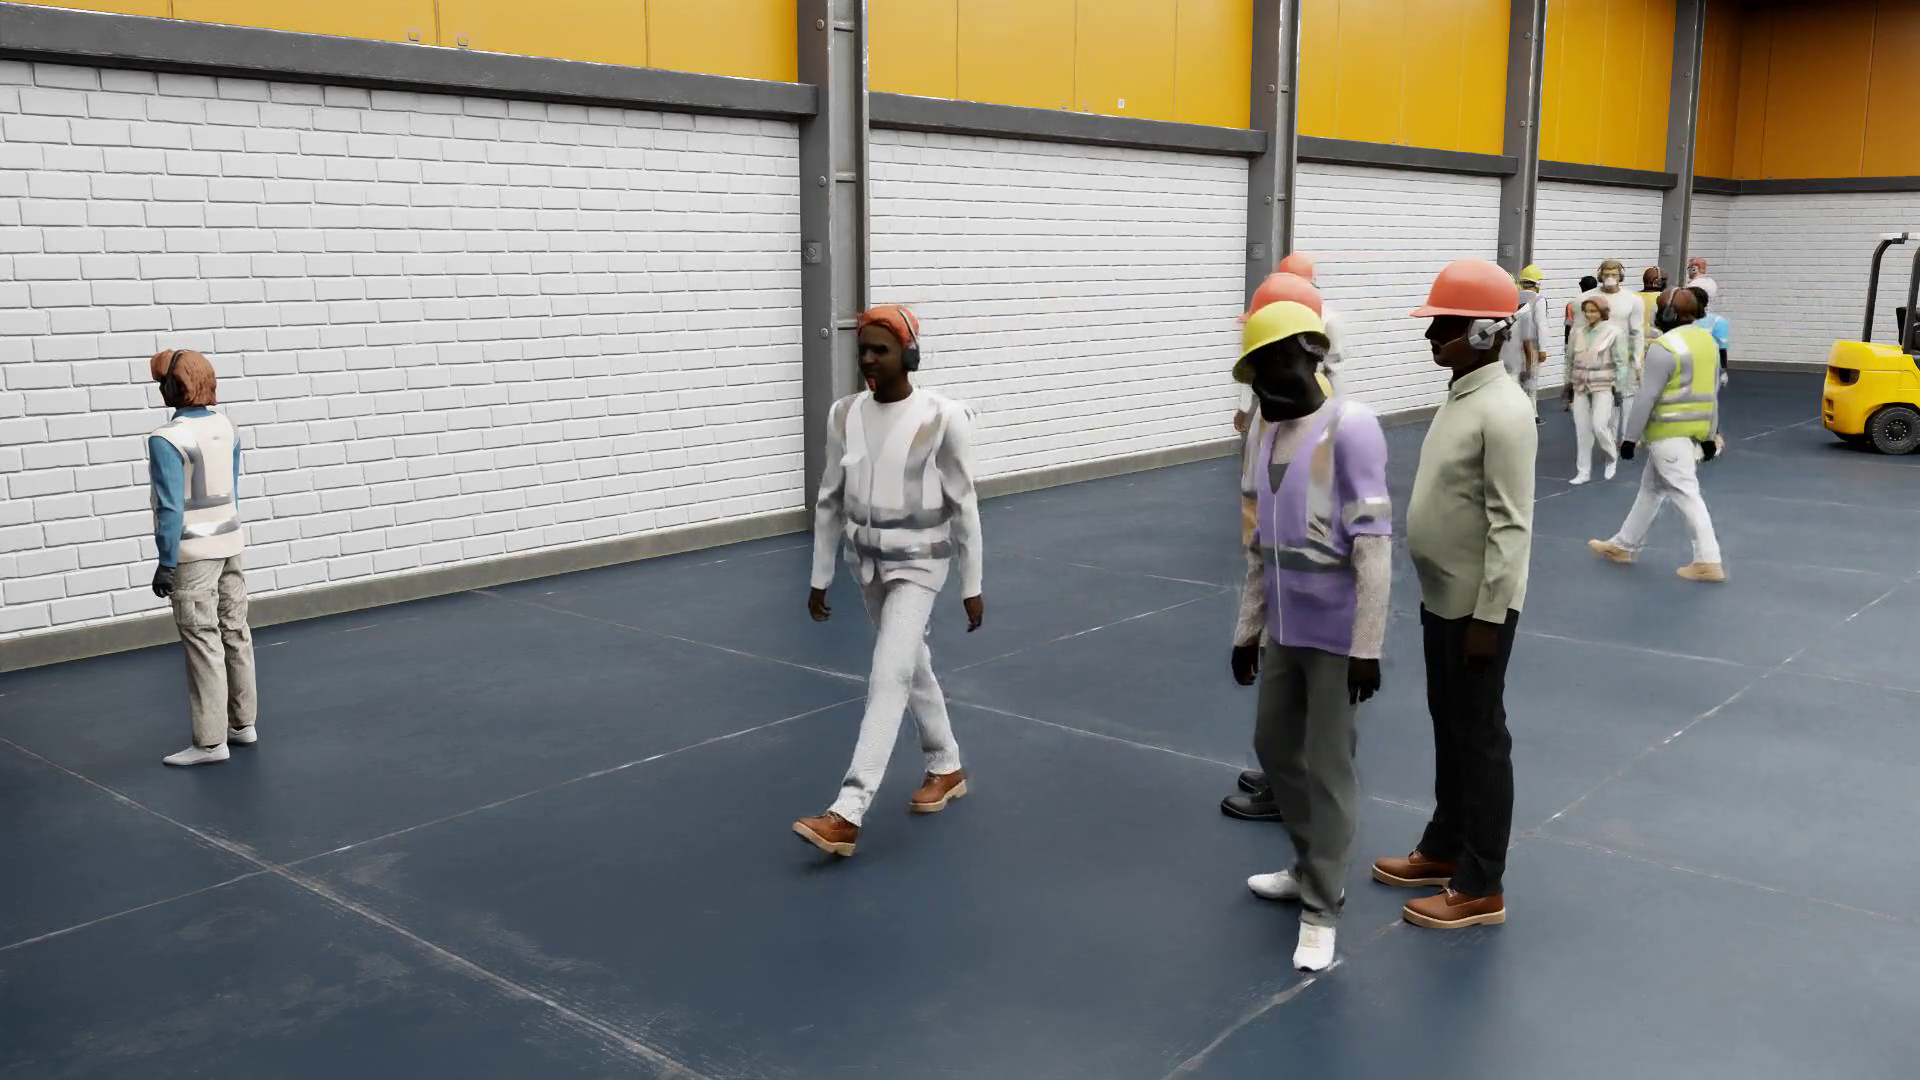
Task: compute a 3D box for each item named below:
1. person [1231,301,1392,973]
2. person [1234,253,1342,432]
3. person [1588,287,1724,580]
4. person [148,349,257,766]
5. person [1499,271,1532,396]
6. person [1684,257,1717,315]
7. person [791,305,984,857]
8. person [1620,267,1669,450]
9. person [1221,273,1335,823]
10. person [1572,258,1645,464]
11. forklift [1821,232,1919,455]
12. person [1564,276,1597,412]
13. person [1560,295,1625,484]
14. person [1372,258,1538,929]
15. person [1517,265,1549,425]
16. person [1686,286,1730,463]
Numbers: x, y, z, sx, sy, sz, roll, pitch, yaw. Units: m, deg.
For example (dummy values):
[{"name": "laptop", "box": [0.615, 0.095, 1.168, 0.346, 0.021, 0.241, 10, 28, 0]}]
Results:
[{"name": "person", "box": [1.036, 0.263, 4.802, 0.389, 1.875, 0.685, -4, 11, -22]}, {"name": "person", "box": [2.120, -0.856, 10.835, 0.611, 1.977, 1.058, 7, 12, 35]}, {"name": "person", "box": [4.409, -0.670, 10.353, 0.645, 1.789, 0.999, -8, 13, -38]}, {"name": "person", "box": [-2.990, 0.068, 6.558, 0.307, 1.641, 0.513, 1, 10, 6]}, {"name": "person", "box": [4.882, -1.495, 14.916, 0.576, 1.841, 0.697, 9, 13, 41]}, {"name": "person", "box": [9.843, -2.835, 22.325, 0.639, 1.909, 0.407, -9, 13, -40]}, {"name": "person", "box": [-0.263, 0.123, 5.691, 0.600, 1.826, 1.002, 7, 12, 36]}, {"name": "person", "box": [6.948, -1.827, 16.781, 0.429, 1.839, 0.634, -6, 12, -32]}, {"name": "person", "box": [1.129, 0.033, 5.904, 0.356, 1.938, 0.552, 4, 11, 23]}, {"name": "person", "box": [6.066, -1.669, 15.630, 0.642, 1.940, 0.427, 3, 10, 16]}, {"name": "forklift", "box": [9.955, -1.972, 16.595, 2.313, 2.155, 1.214, 1, 10, 8]}, {"name": "person", "box": [7.731, -2.414, 20.556, 0.538, 1.695, 0.320, 3, 10, 15]}, {"name": "person", "box": [5.439, -1.280, 14.282, 0.388, 1.630, 0.531, -8, 13, -37]}, {"name": "person", "box": [1.509, 0.164, 5.001, 0.379, 1.996, 0.610, 0, 10, 0]}, {"name": "person", "box": [6.539, -2.238, 19.129, 0.404, 1.837, 0.593, -5, 11, -25]}, {"name": "person", "box": [6.994, -1.563, 15.756, 0.366, 1.663, 0.553, -5, 11, -28]}]
